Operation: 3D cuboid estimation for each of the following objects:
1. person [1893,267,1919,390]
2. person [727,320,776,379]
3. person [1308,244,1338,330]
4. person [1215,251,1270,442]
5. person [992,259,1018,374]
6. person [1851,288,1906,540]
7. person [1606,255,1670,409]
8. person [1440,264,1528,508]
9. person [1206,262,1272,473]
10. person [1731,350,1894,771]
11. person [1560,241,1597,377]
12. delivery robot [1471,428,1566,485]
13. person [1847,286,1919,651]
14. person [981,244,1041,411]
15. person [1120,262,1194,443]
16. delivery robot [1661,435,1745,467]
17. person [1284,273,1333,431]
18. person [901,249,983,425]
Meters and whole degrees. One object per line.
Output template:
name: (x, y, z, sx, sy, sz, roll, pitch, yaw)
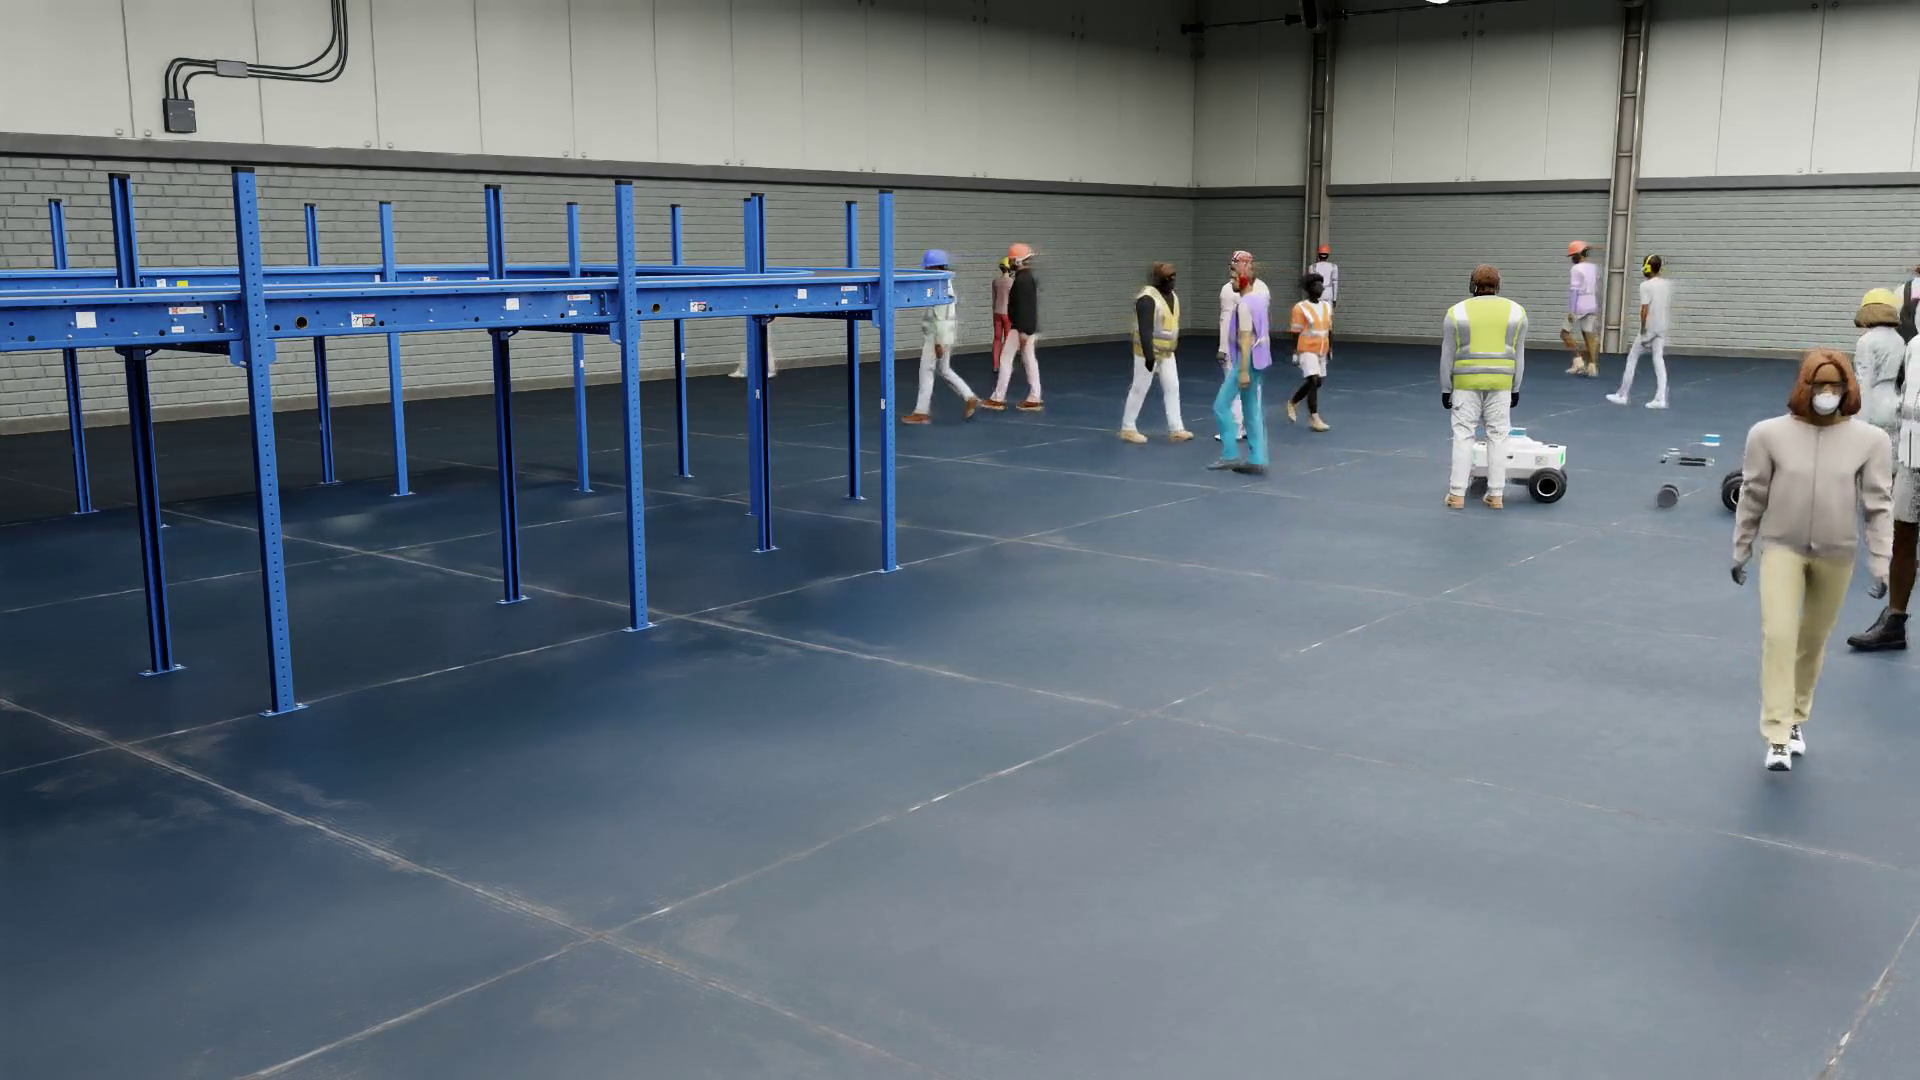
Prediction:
person: (7.876, -1.405, 13.504, 0.540, 2.000, 0.697, -2, 10, -11)
person: (-3.010, -3.144, 24.204, 0.709, 1.604, 0.539, -5, 11, -27)
person: (6.670, -4.473, 30.669, 0.552, 1.935, 0.365, 0, 10, 0)
person: (2.822, -1.959, 16.825, 0.646, 1.907, 0.401, -8, 13, -38)
person: (0.702, -3.428, 25.386, 0.517, 1.757, 0.336, 9, 14, 41)
person: (6.074, -0.832, 11.167, 0.550, 1.687, 0.756, -6, 12, -31)
person: (8.333, -2.541, 20.261, 0.520, 1.834, 0.900, -4, 11, -22)
person: (3.956, -1.164, 12.642, 0.619, 1.836, 0.431, 1, 10, 8)
person: (2.394, -1.494, 14.456, 0.628, 1.823, 0.606, 4, 11, 22)
person: (3.228, 0.091, 6.288, 0.526, 1.593, 0.801, 3, 11, 18)
person: (9.193, -3.411, 24.608, 0.758, 1.996, 0.580, -9, 14, -41)
delivery robot: (4.408, -0.644, 13.140, 0.707, 0.478, 0.477, 4, 11, 20)
person: (4.770, -0.395, 8.107, 0.551, 1.933, 0.562, -2, 10, -10)
person: (0.599, -2.523, 19.796, 0.821, 1.966, 0.623, 3, 11, 18)
person: (1.971, -1.847, 16.514, 0.900, 1.792, 0.650, 9, 14, 41)
delivery robot: (5.724, -0.687, 12.660, 0.698, 0.223, 0.335, 5, 11, 24)
person: (3.744, -2.038, 17.904, 0.534, 1.669, 0.739, -6, 12, -31)
person: (-0.203, -2.237, 18.314, 0.830, 1.923, 0.626, 2, 10, 11)
